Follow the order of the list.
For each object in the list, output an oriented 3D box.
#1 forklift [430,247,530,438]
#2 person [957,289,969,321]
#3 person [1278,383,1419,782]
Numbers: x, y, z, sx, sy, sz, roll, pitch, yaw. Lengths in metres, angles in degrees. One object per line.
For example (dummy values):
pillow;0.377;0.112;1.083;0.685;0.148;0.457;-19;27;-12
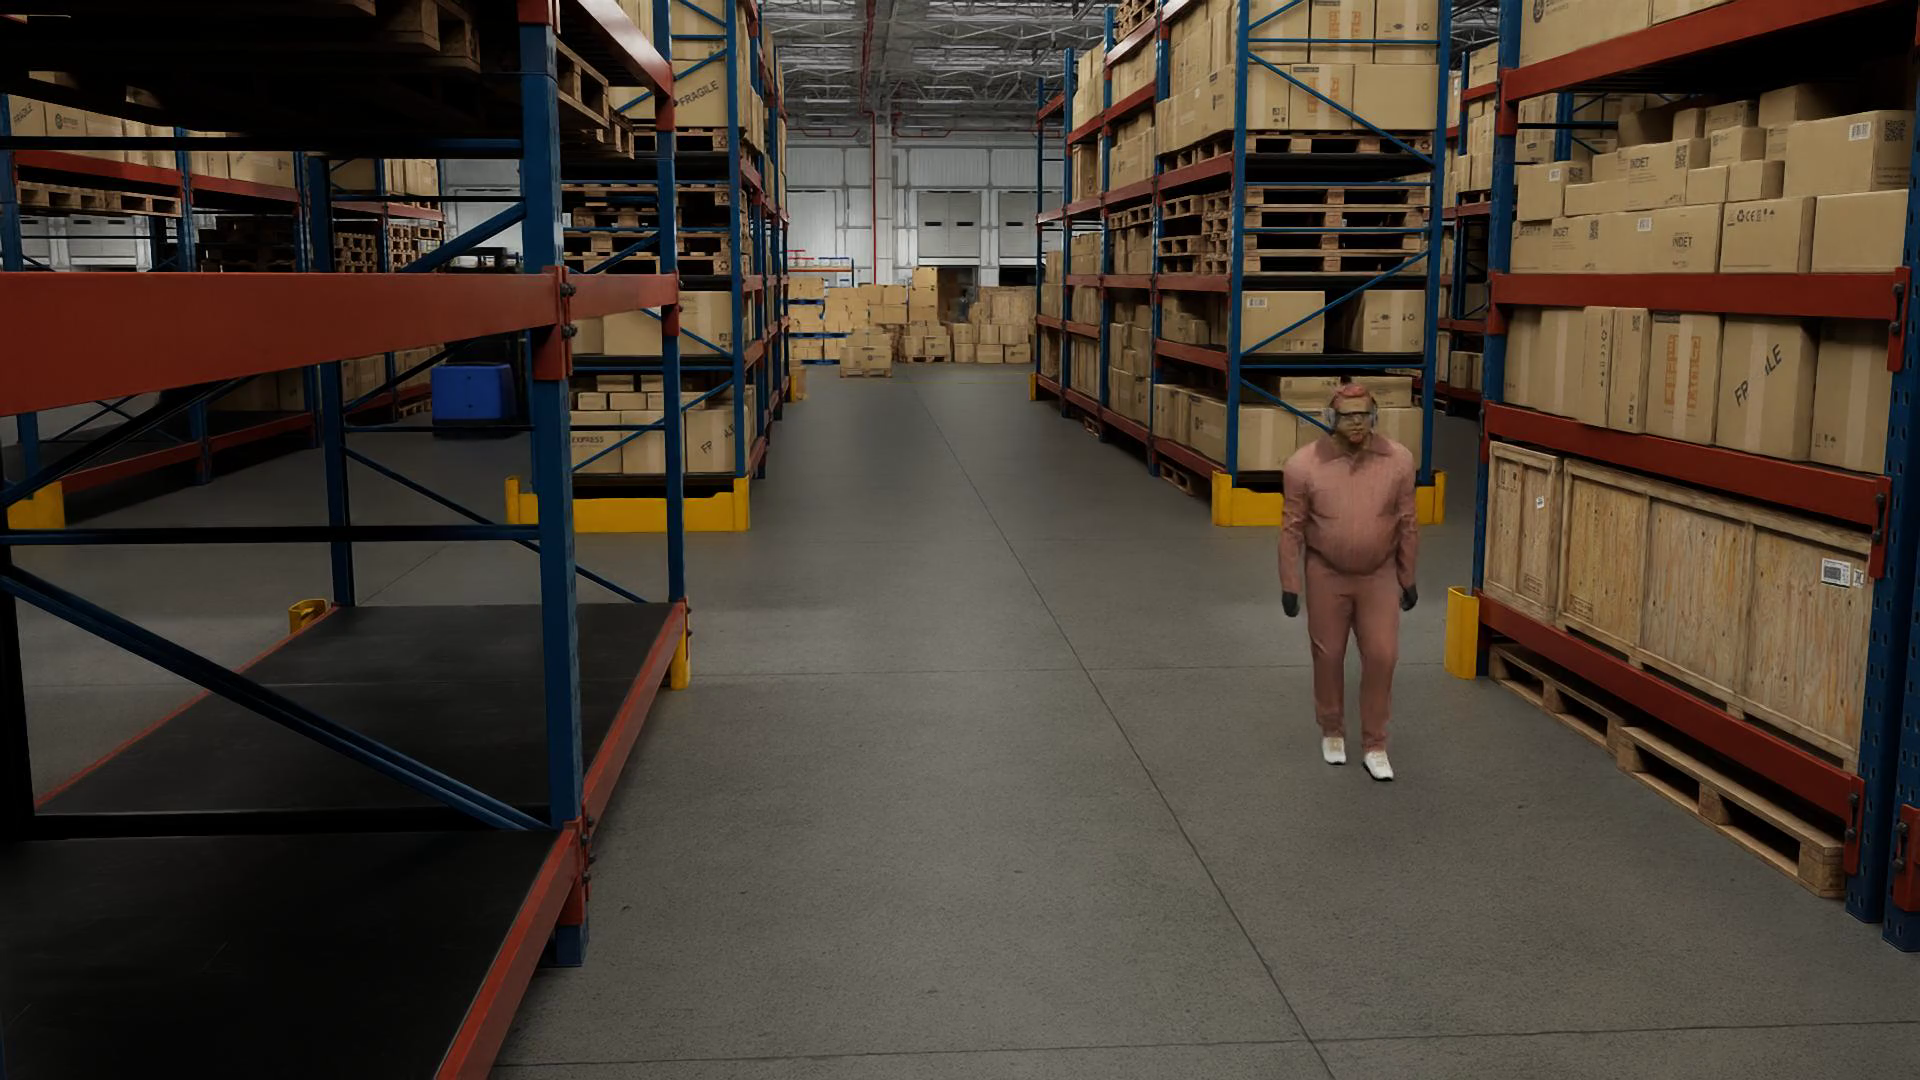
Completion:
forklift;-7.224;-2.986;24.879;1.129;2.768;1.873;-1;9;-4
person;0.143;-7.691;57.402;0.444;1.924;0.660;-3;10;-21
person;1.872;0.203;7.958;0.684;1.881;0.767;1;9;6
